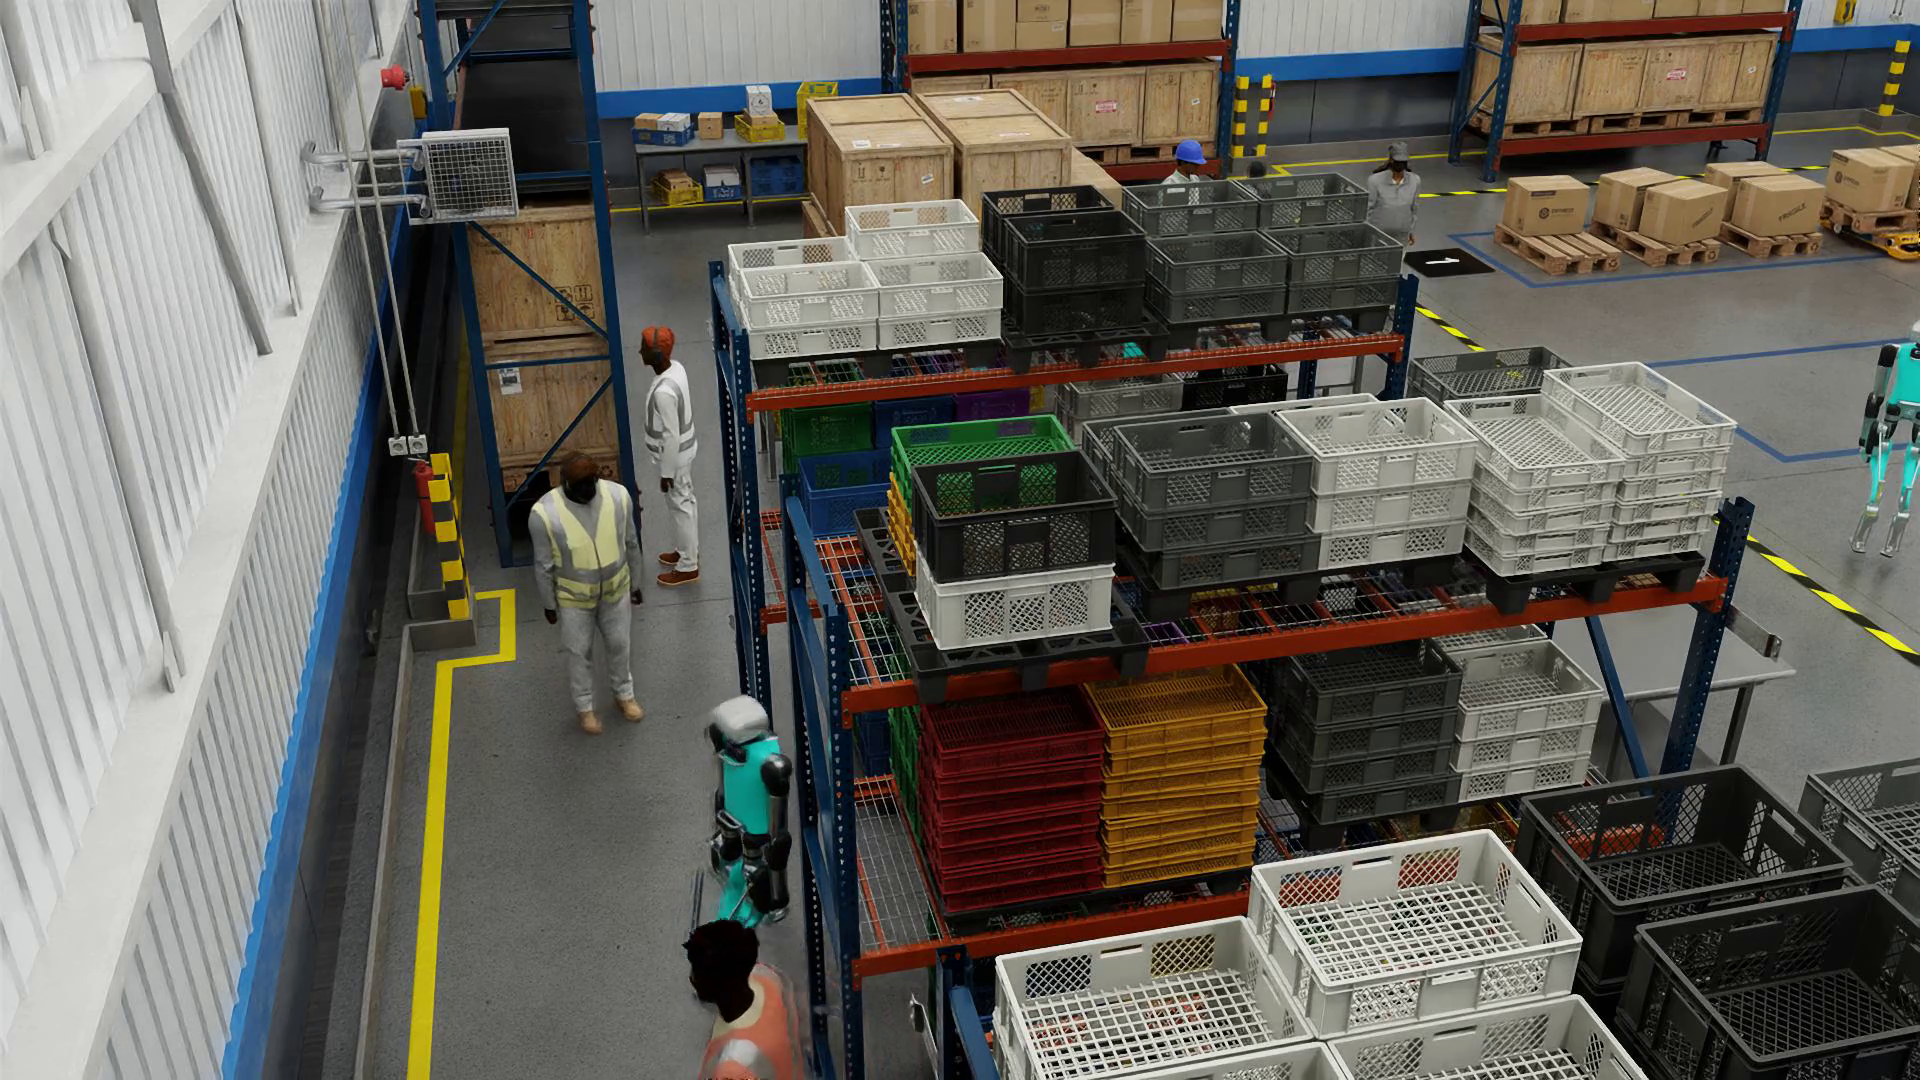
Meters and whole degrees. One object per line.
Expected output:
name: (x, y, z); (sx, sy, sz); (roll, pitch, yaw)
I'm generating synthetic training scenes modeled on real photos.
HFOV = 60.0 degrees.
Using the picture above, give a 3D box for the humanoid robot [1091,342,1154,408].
humanoid robot: (1.132, -1.018, 12.264); (0.735, 1.672, 0.533); (-14, 31, -24)

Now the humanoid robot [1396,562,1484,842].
humanoid robot: (2.556, 0.846, 8.920); (0.348, 1.648, 0.600); (-5, 28, -10)

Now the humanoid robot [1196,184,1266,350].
humanoid robot: (2.299, -2.243, 14.742); (0.715, 1.799, 0.554); (-16, 32, -28)

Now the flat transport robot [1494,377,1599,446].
flat transport robot: (4.780, -1.036, 14.013); (0.659, 0.231, 1.431); (-6, 28, -12)

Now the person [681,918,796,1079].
person: (-0.736, 2.185, 6.120); (0.786, 1.939, 0.605); (2, 28, 3)

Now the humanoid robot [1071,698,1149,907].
humanoid robot: (0.727, 1.313, 8.083); (0.775, 1.619, 0.618); (-8, 29, -14)

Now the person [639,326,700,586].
person: (-1.984, -0.576, 11.409); (0.359, 1.883, 0.572); (-1, 28, -2)

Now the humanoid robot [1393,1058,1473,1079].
humanoid robot: (1.756, 2.325, 6.118); (0.307, 1.652, 0.608); (-22, 35, -35)

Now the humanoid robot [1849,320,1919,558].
humanoid robot: (6.521, -0.637, 11.536); (0.533, 1.677, 0.735); (14, 31, 25)

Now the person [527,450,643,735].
person: (-2.173, 0.301, 9.805); (0.621, 1.834, 0.432); (-15, 31, -26)

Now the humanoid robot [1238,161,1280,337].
humanoid robot: (2.767, -2.817, 15.923); (0.587, 1.627, 0.788); (3, 28, 5)

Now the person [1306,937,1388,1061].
person: (1.380, 2.185, 6.234); (0.403, 1.822, 0.588); (-2, 28, -3)

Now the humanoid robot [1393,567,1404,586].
humanoid robot: (2.967, -0.094, 10.703); (0.587, 1.648, 0.390); (14, 31, 25)

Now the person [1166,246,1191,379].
person: (1.593, -1.282, 12.578); (0.370, 2.042, 0.613); (13, 30, 23)

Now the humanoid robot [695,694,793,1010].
humanoid robot: (-1.085, 1.607, 7.507); (0.719, 1.860, 0.557); (-21, 34, -34)

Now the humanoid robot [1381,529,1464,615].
humanoid robot: (2.719, 0.430, 9.741); (0.614, 1.631, 0.651); (-10, 29, -19)

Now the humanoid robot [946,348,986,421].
humanoid robot: (0.276, -0.626, 11.701); (1.053, 1.749, 0.537); (-18, 33, -30)

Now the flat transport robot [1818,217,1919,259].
flat transport robot: (10.322, -3.471, 18.601); (0.652, 0.197, 1.431); (-6, 28, -12)

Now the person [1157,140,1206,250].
person: (2.043, -2.769, 15.514); (0.412, 1.939, 0.602); (19, 33, 32)

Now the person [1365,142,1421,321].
person: (4.130, -2.951, 16.064); (0.565, 1.787, 0.416); (-4, 28, -7)

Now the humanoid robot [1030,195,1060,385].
humanoid robot: (0.423, -2.072, 14.436); (0.985, 1.771, 0.537); (-11, 30, -19)
